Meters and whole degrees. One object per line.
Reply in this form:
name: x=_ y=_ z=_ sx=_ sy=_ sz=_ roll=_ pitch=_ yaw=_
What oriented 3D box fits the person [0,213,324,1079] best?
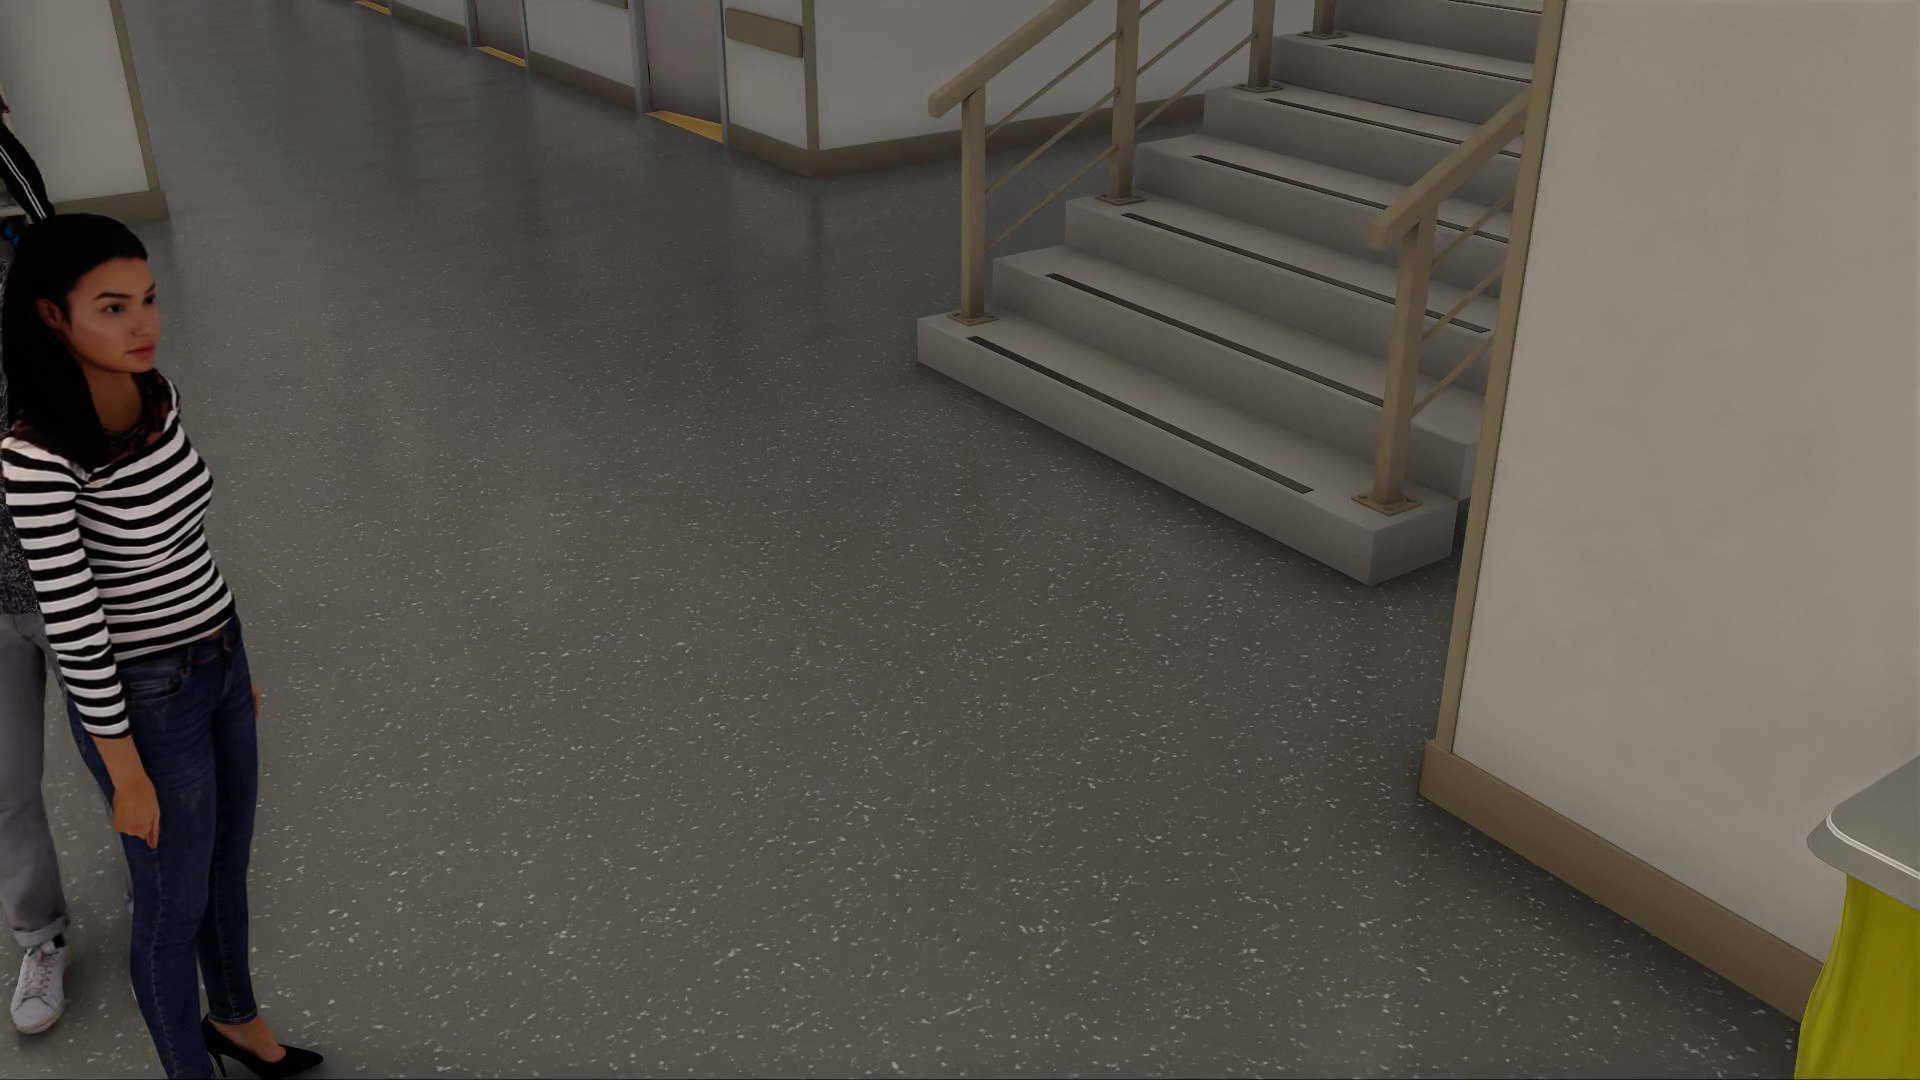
person: x=-1.397 y=0.310 z=2.936 sx=0.702 sy=1.794 sz=0.669 roll=1 pitch=26 yaw=3

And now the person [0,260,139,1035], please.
person: x=-1.845 y=0.086 z=3.358 sx=0.684 sy=1.831 sz=0.847 roll=-8 pitch=27 yaw=-15
